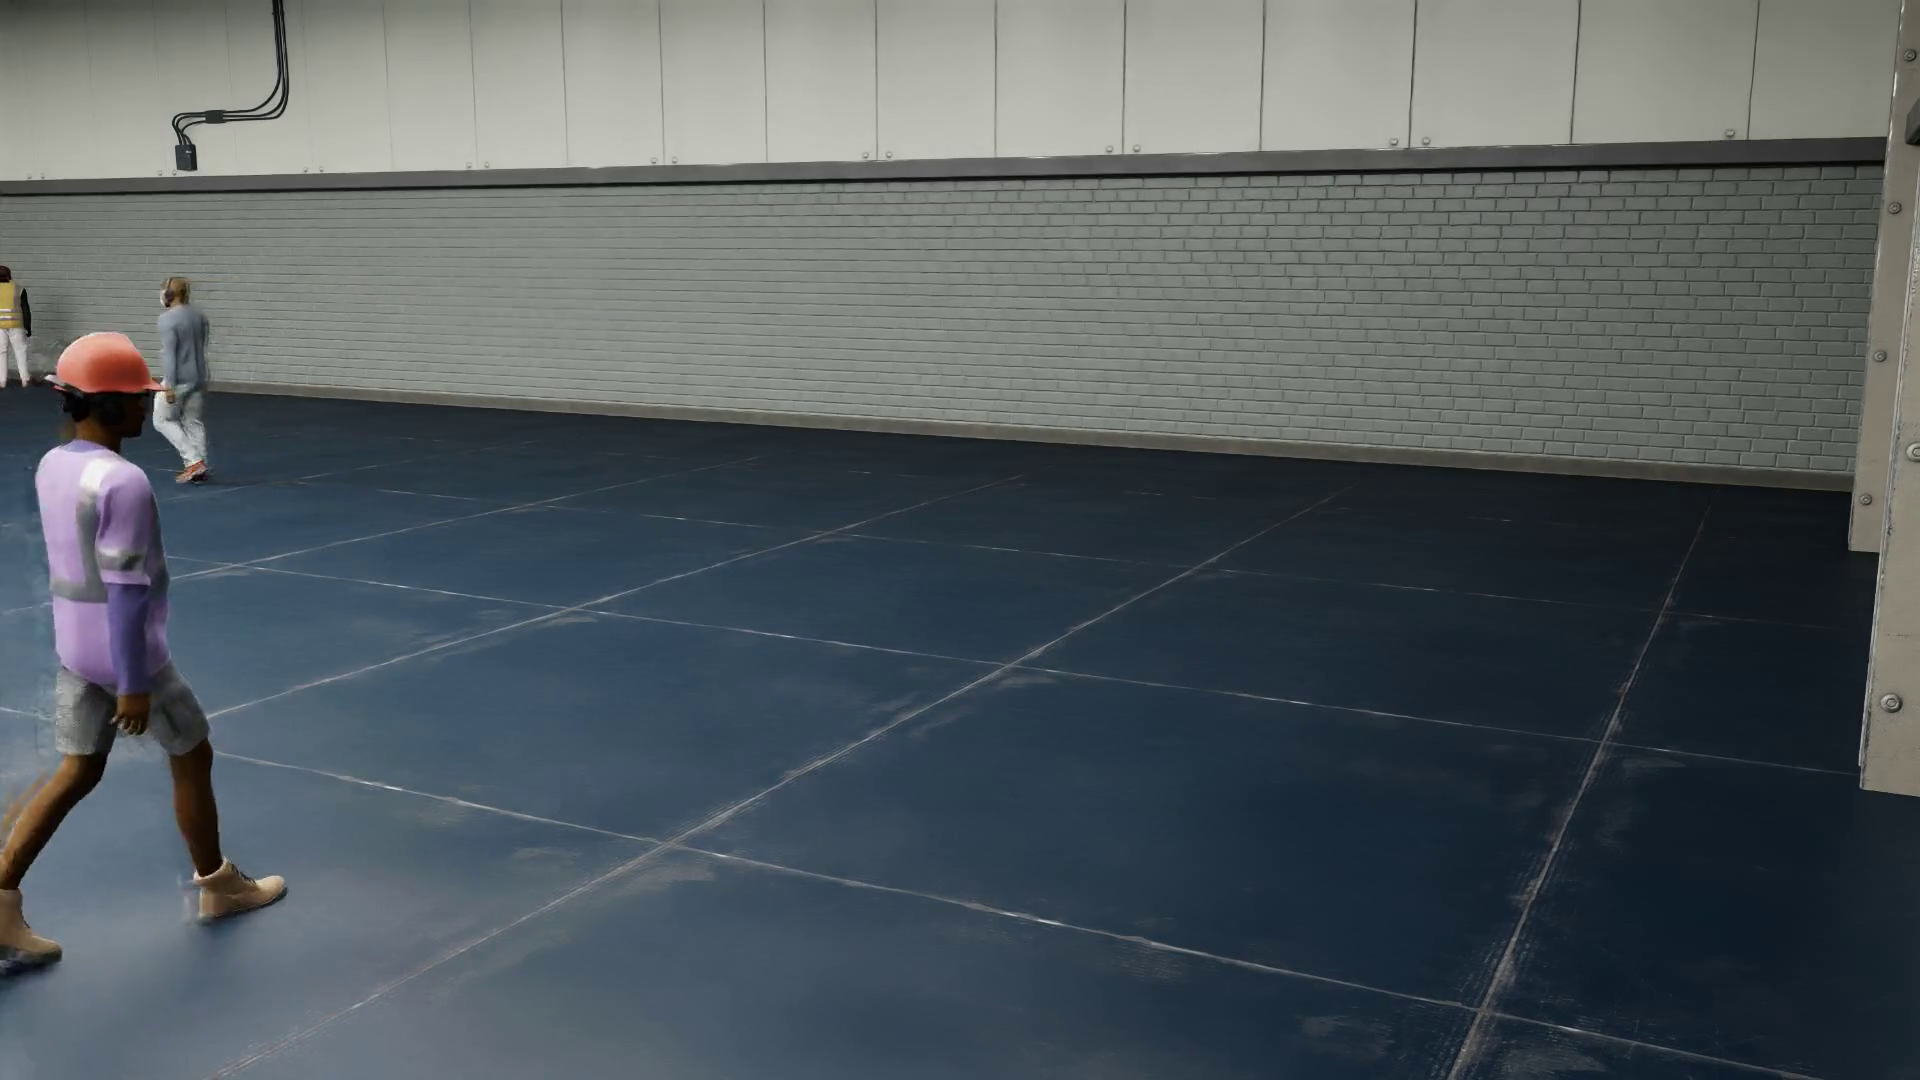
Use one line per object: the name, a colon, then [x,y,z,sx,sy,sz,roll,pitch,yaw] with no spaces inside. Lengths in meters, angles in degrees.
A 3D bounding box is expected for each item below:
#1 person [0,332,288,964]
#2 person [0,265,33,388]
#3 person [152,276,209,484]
person: [-2.743,0.345,5.279,0.621,2.006,1.012,8,13,38]
person: [-14.420,-3.229,25.198,0.634,1.841,0.429,-5,11,-23]
person: [-7.147,-1.446,15.250,0.448,1.919,0.649,1,10,6]
